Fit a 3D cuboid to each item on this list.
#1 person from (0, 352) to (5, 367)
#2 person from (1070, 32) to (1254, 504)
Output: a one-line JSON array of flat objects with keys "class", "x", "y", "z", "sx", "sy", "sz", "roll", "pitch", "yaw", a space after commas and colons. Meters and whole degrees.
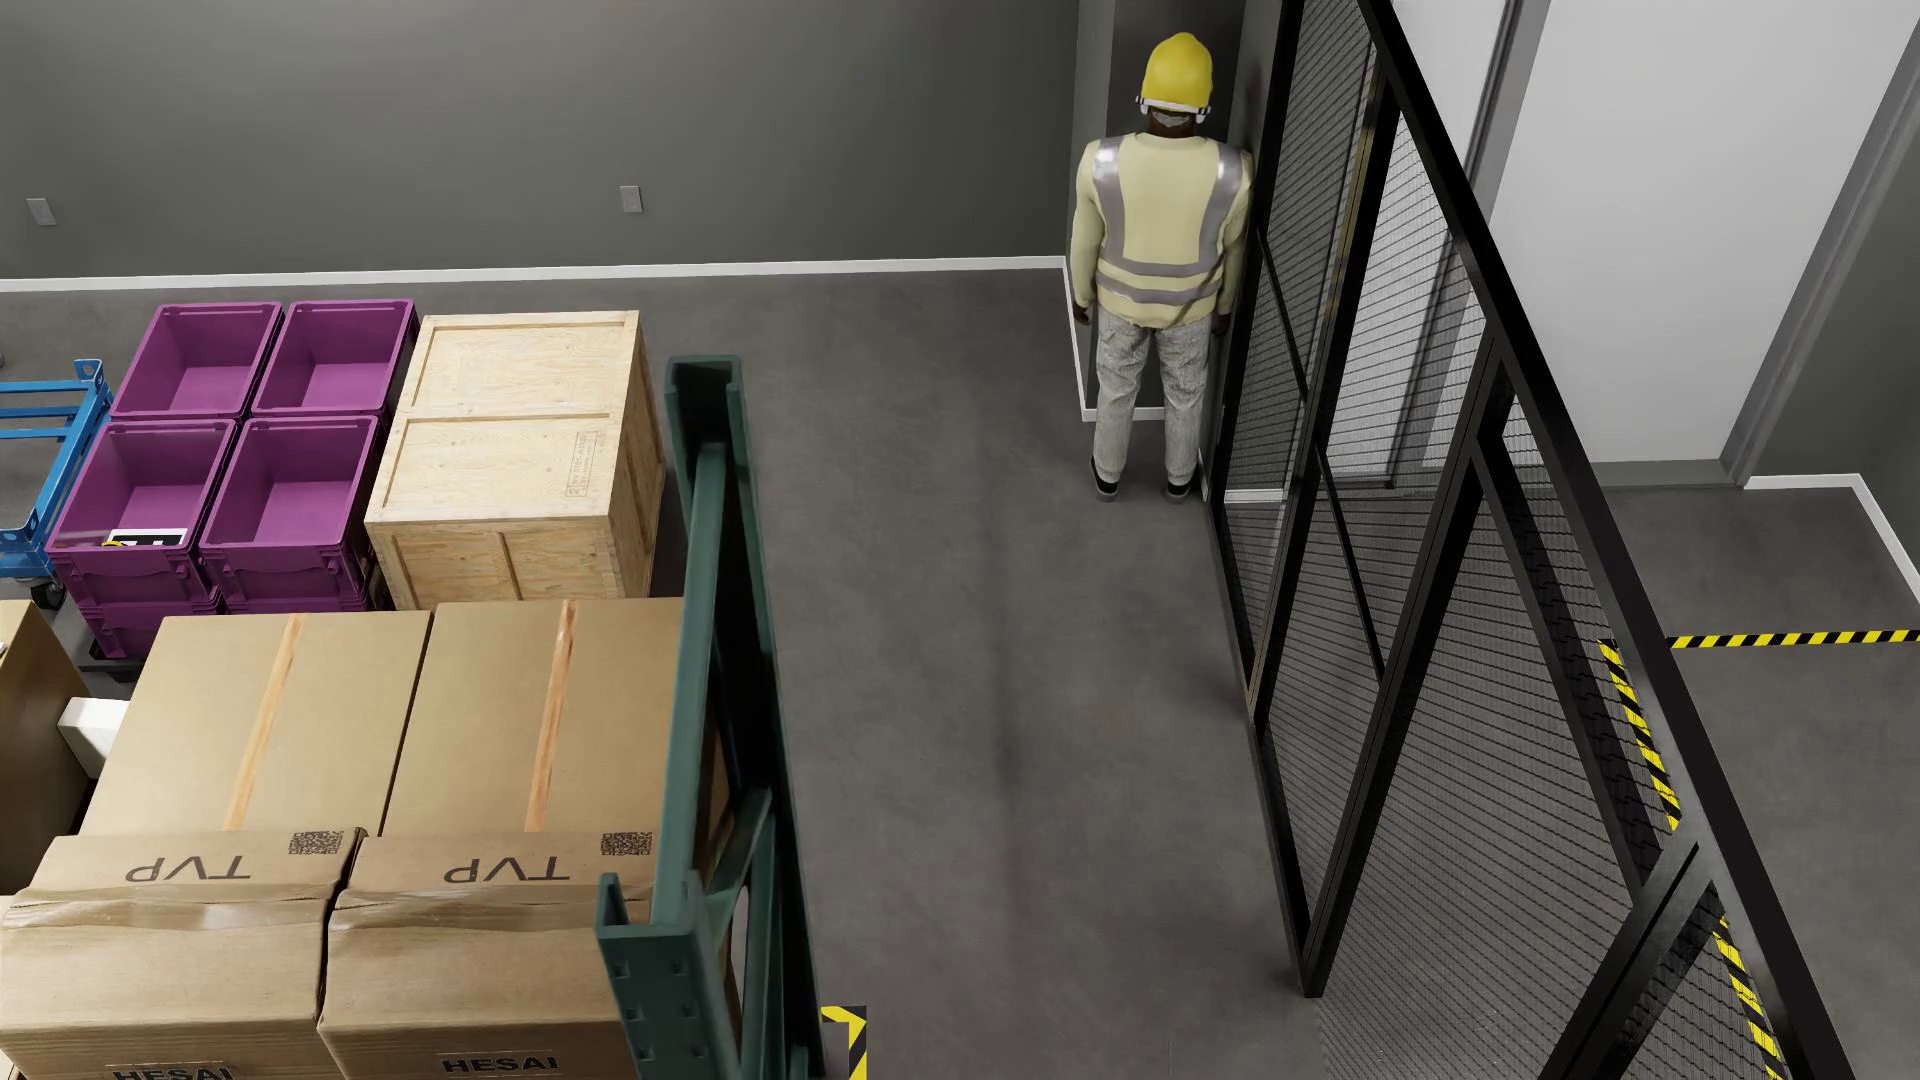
[{"class": "person", "x": -4.036, "y": -1.275, "z": 5.974, "sx": 0.373, "sy": 1.941, "sz": 0.627, "roll": -3, "pitch": 46, "yaw": -2}, {"class": "person", "x": 0.666, "y": -0.860, "z": 5.648, "sx": 0.591, "sy": 1.834, "sz": 0.404, "roll": 5, "pitch": 47, "yaw": 5}]
